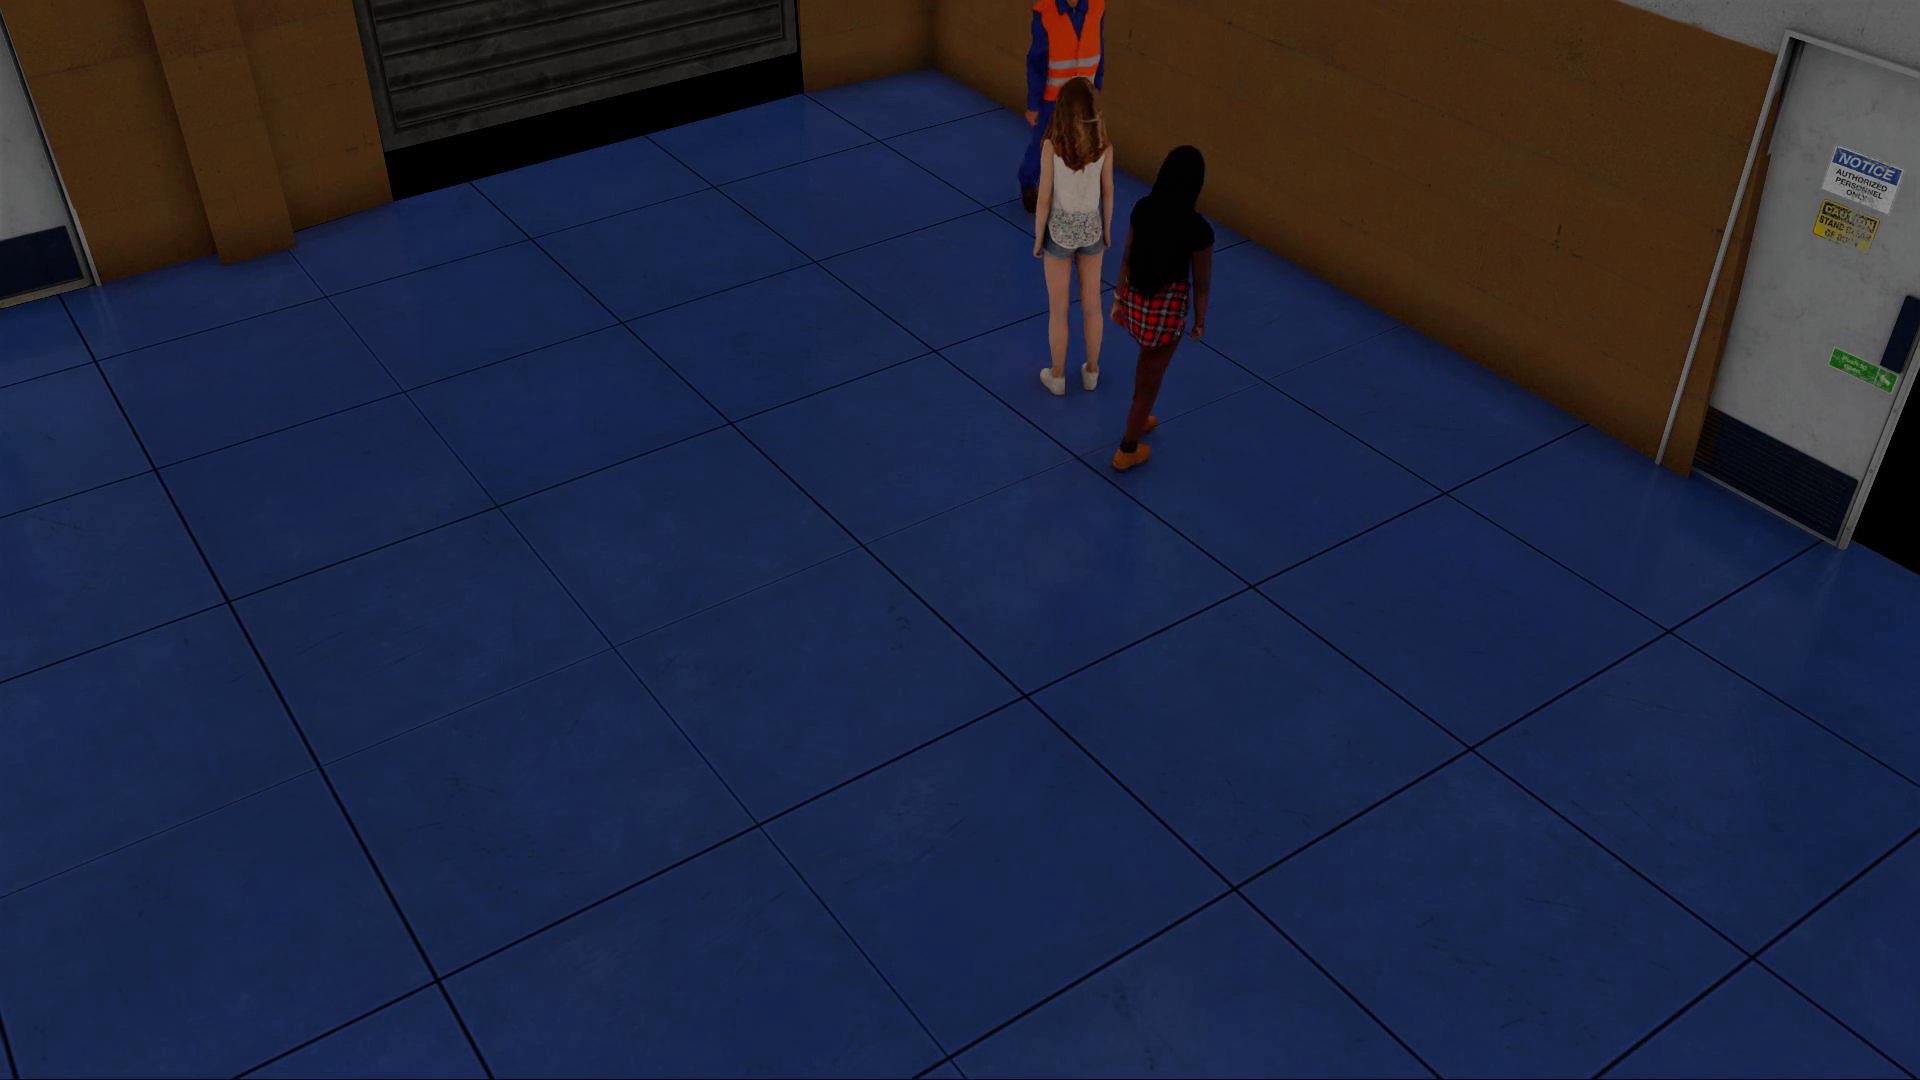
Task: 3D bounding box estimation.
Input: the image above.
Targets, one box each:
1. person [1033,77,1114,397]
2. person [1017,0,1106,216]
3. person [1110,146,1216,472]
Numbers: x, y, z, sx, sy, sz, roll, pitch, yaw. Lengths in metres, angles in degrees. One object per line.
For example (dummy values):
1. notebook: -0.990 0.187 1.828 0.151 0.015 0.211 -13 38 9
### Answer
1. person: 0.606 -1.577 8.785 0.576 1.756 0.702 -7 37 -9
2. person: 0.605 -2.750 10.292 1.231 1.824 0.964 -13 39 -16
3. person: 0.920 -1.051 8.135 0.722 1.695 0.800 23 43 28
